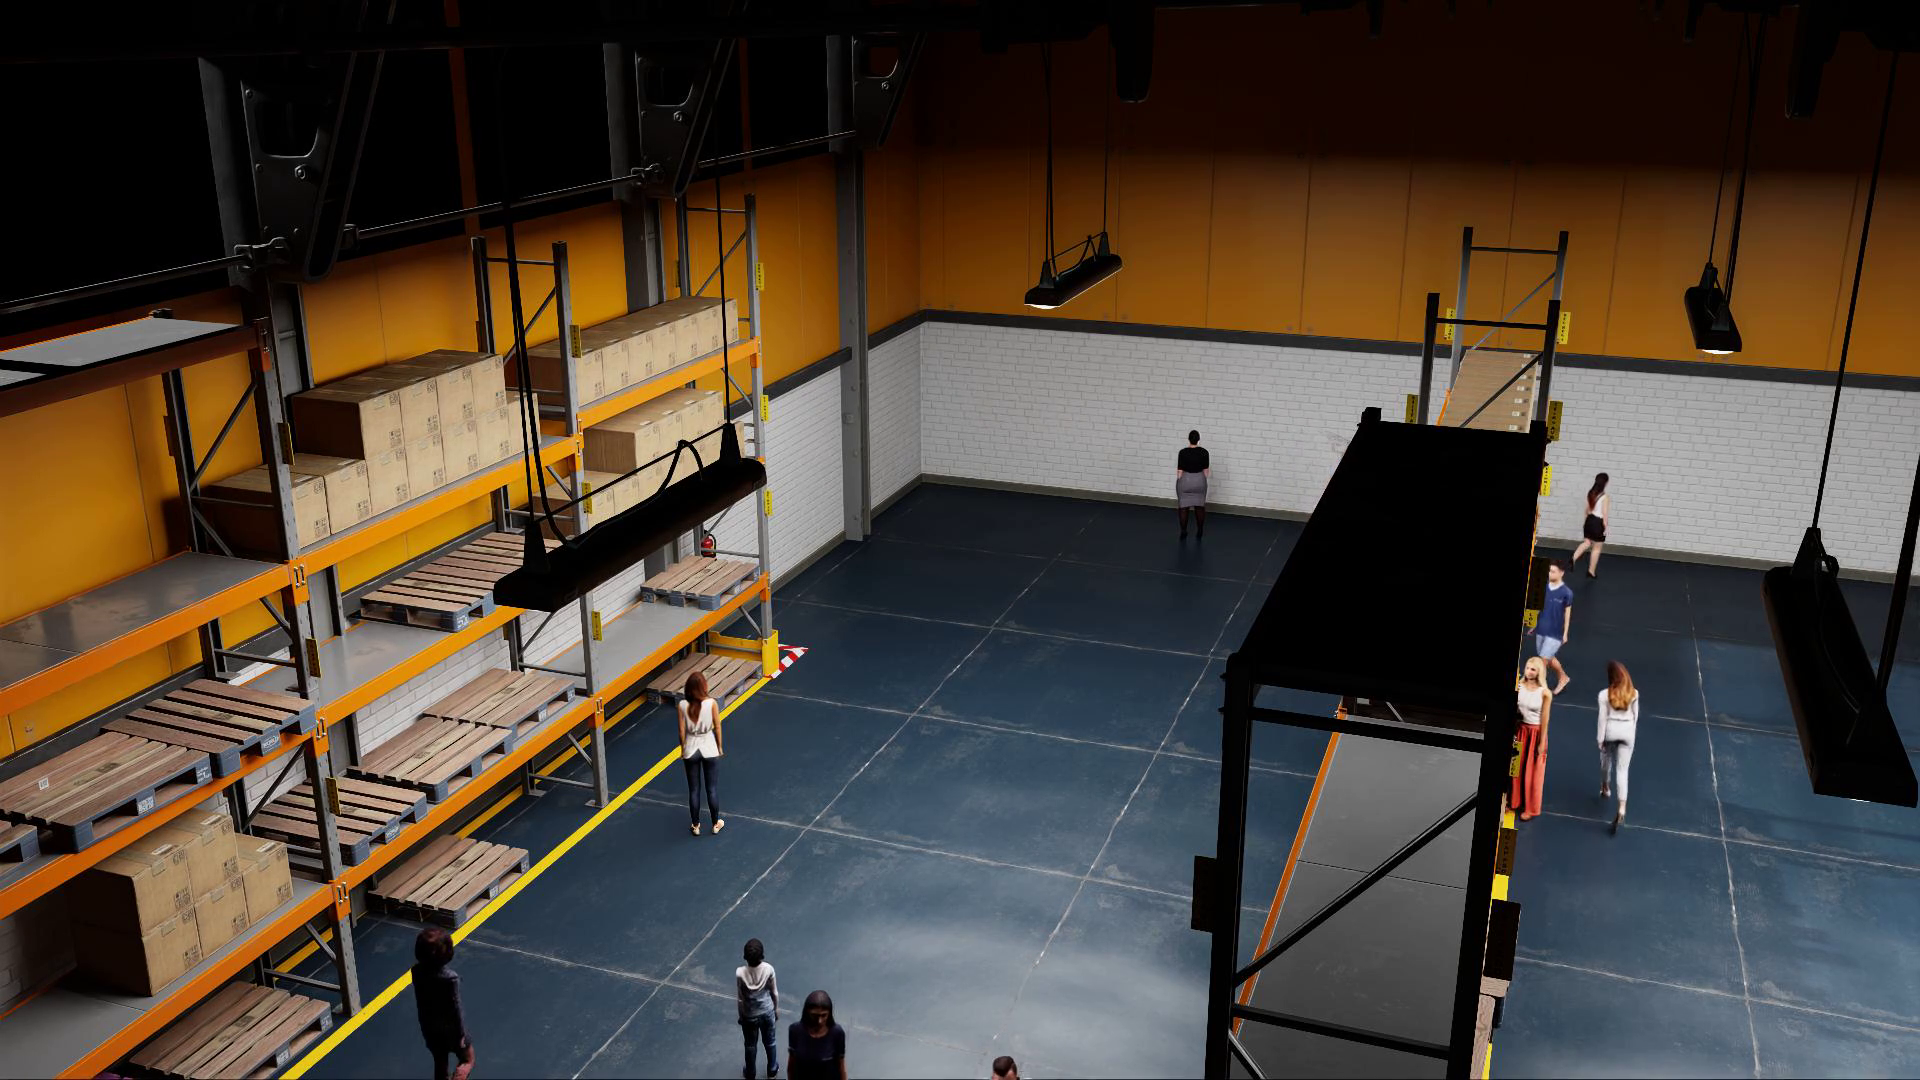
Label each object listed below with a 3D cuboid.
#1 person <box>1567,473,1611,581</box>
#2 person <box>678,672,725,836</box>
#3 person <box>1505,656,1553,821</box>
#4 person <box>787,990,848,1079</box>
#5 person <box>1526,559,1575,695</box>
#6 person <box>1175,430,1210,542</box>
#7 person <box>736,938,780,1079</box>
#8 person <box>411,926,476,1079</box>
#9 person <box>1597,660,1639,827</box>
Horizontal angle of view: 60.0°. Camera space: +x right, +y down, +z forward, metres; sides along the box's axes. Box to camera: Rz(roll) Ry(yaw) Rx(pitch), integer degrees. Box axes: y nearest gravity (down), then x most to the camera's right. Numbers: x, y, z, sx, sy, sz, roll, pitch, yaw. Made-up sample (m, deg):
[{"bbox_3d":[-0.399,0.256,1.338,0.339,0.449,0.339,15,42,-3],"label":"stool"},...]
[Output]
[{"bbox_3d":[9.159,-0.172,24.155,0.902,1.636,0.835,-9,21,-25],"label":"person"},{"bbox_3d":[-2.642,2.176,16.953,0.655,1.785,0.653,-1,19,-4],"label":"person"},{"bbox_3d":[5.934,2.044,17.319,0.742,1.800,0.716,-17,25,-40],"label":"person"},{"bbox_3d":[-1.006,3.916,11.843,0.674,1.747,0.710,1,19,4],"label":"person"},{"bbox_3d":[7.189,1.125,20.112,1.213,1.760,1.109,-10,21,-27],"label":"person"},{"bbox_3d":[3.630,-0.858,26.006,0.768,1.756,0.768,-2,19,-5],"label":"person"},{"bbox_3d":[-1.608,3.721,13.183,0.565,1.261,0.611,-4,19,-12],"label":"person"},{"bbox_3d":[-3.935,3.720,12.511,0.610,1.692,0.655,7,20,20],"label":"person"},{"bbox_3d":[6.818,2.135,17.200,0.743,1.704,1.179,4,19,11],"label":"person"}]
